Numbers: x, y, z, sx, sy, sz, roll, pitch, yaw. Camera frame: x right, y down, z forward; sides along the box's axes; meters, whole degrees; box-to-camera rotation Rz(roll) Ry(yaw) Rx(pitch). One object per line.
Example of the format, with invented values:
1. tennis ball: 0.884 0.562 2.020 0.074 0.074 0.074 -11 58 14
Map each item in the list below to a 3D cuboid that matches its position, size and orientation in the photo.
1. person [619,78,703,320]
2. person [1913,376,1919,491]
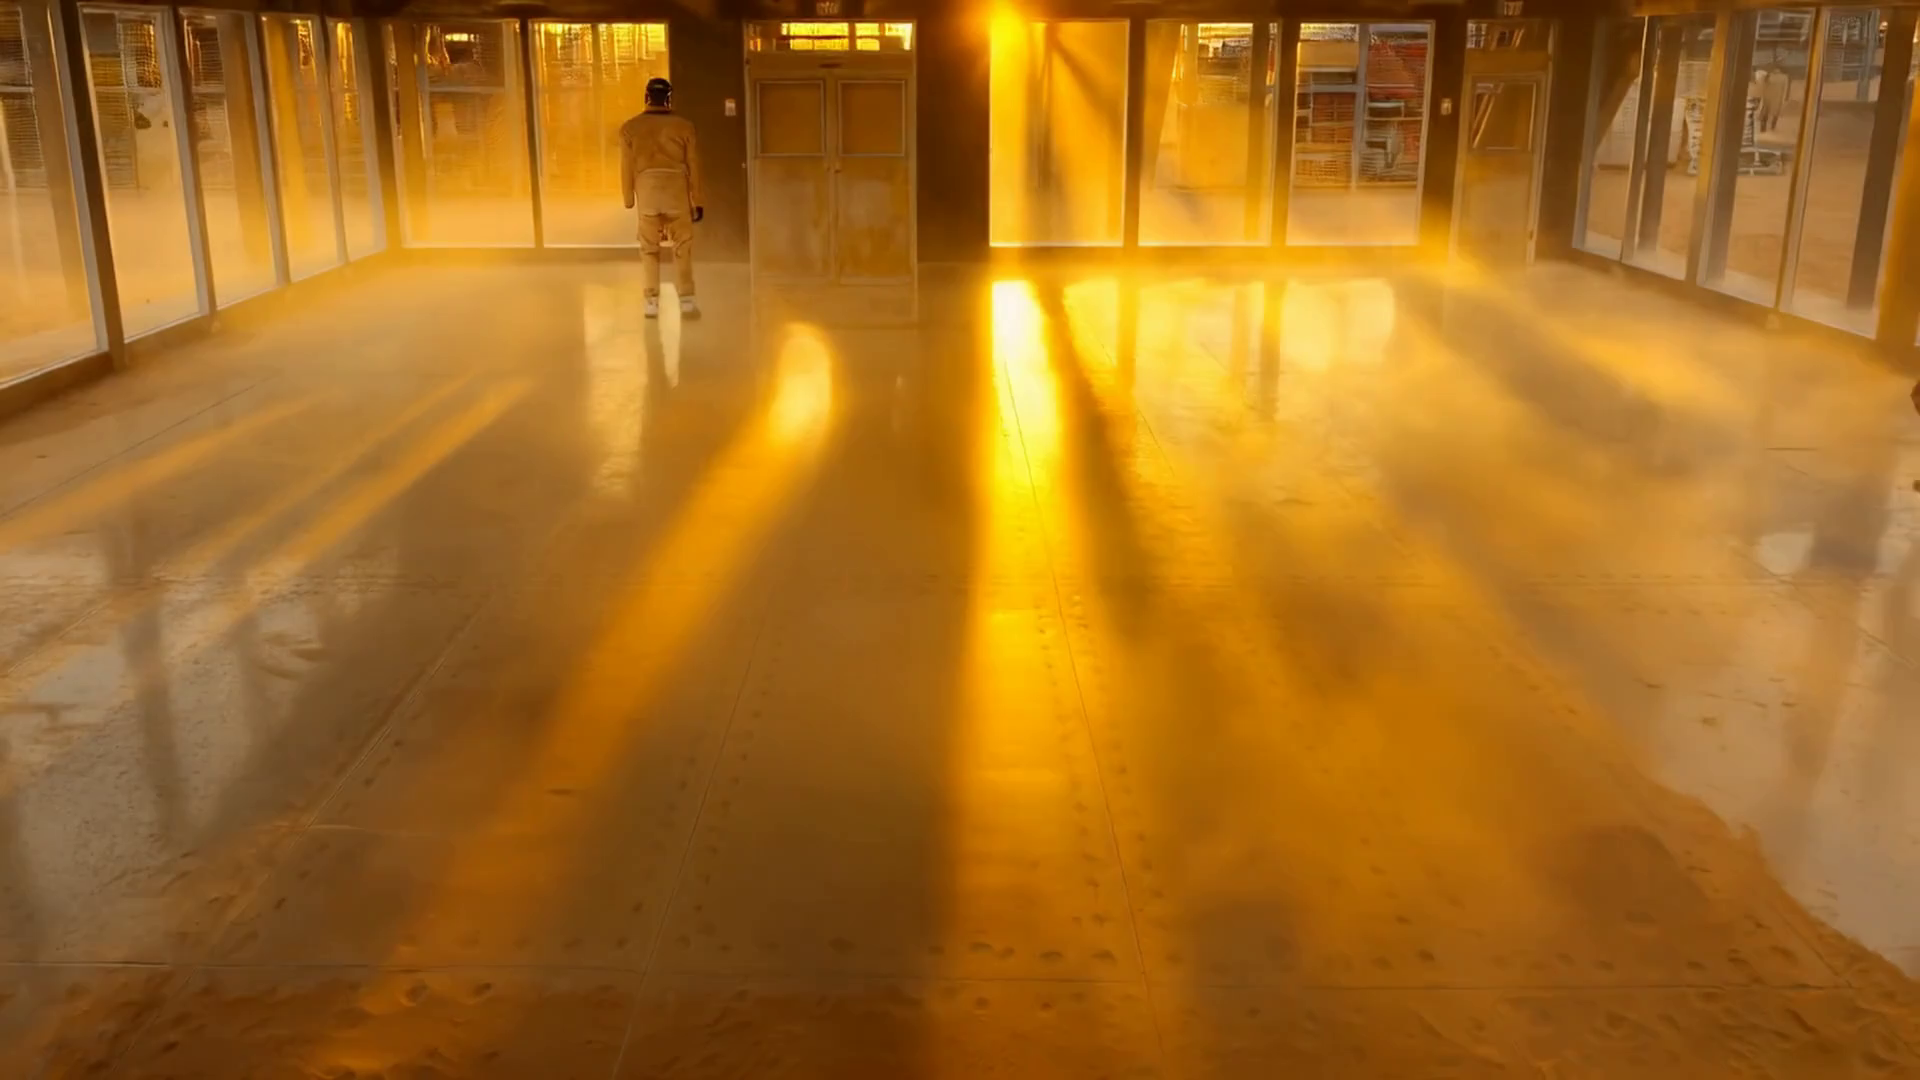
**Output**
1. person: -2.383 -2.730 13.397 0.654 1.904 0.406 0 16 -1
2. person: 4.816 -0.960 7.876 0.374 1.619 0.503 -6 17 -19
